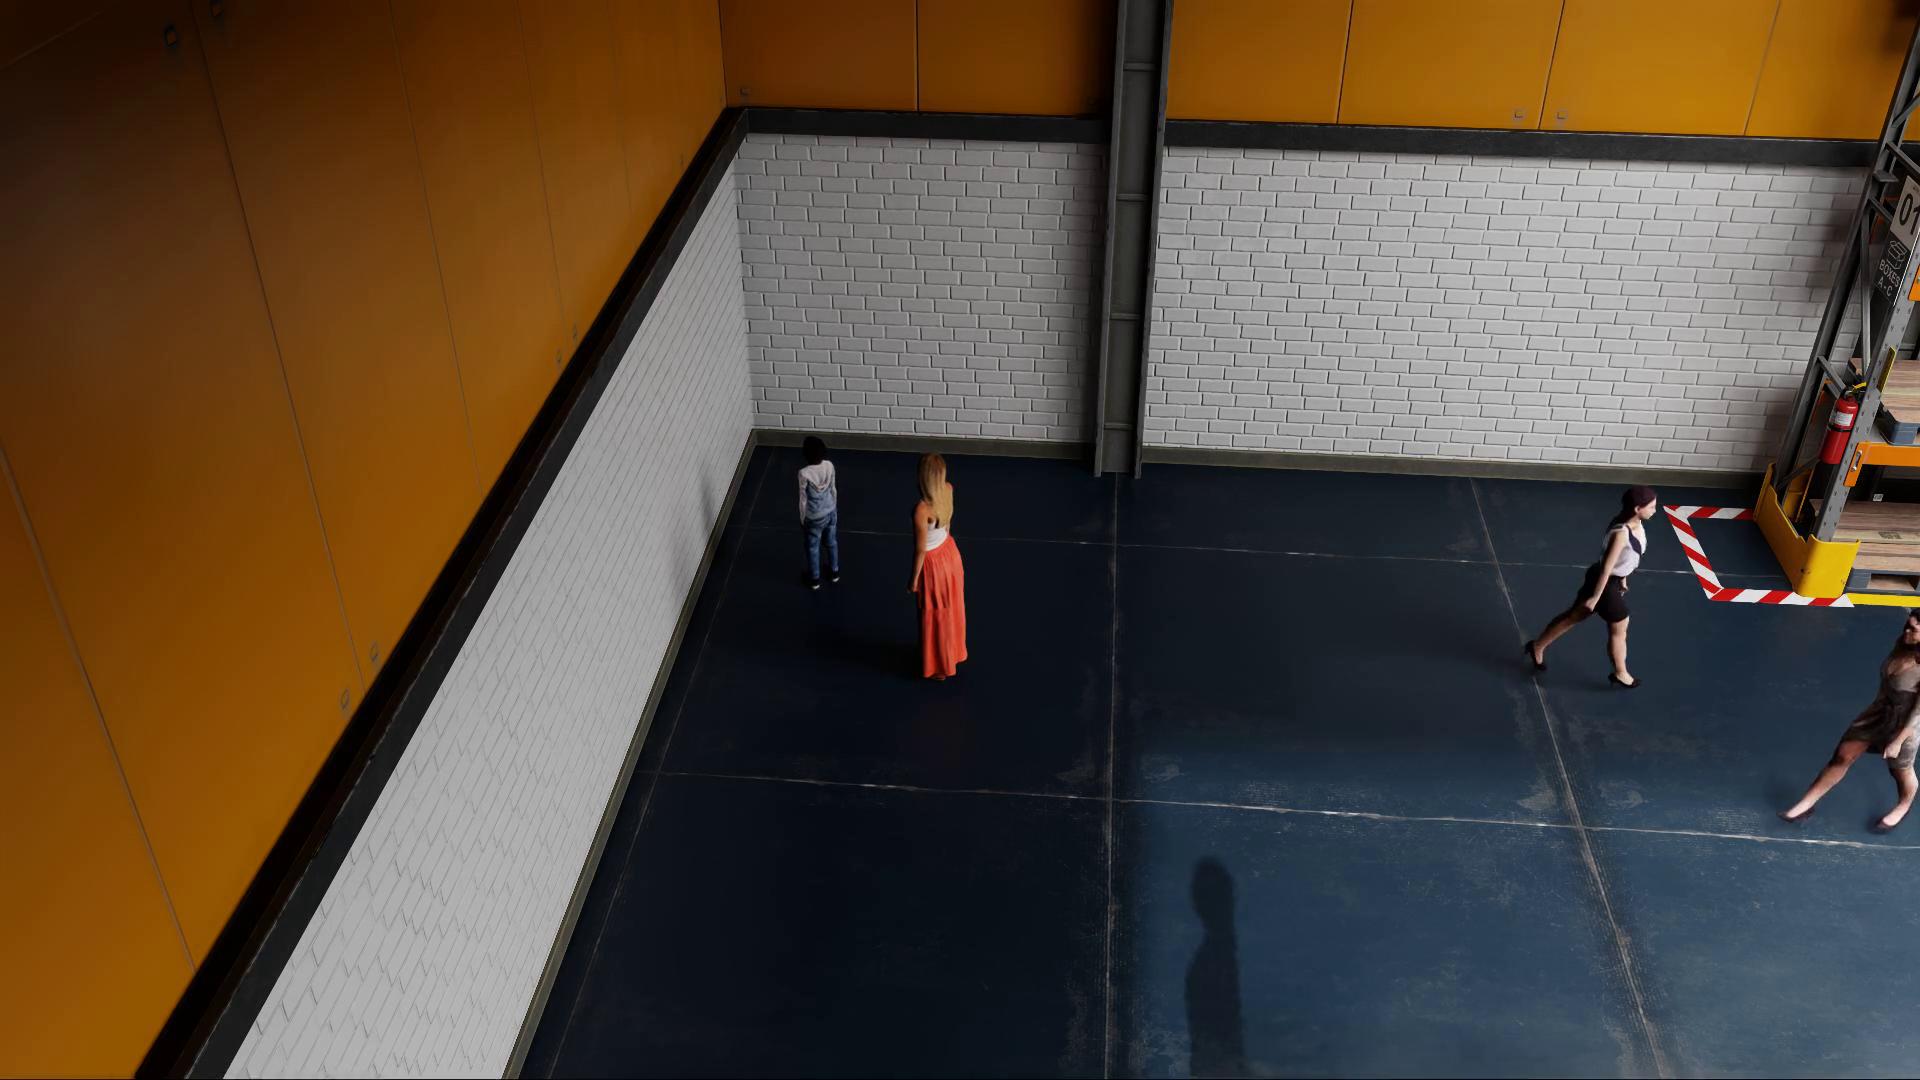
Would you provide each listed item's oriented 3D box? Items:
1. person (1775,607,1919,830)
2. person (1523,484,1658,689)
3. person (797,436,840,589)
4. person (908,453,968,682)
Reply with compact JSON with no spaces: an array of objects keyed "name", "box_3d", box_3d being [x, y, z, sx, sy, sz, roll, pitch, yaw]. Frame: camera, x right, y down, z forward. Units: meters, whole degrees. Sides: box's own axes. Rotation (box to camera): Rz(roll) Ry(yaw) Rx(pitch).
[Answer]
[{"name":"person","box_3d":[5.753,1.143,10.119,1.162,1.693,0.798,-5,34,-7]},{"name":"person","box_3d":[4.346,0.327,11.425,1.097,1.606,0.798,19,38,26]},{"name":"person","box_3d":[-1.072,-0.219,12.561,0.556,1.258,0.618,-23,40,-31]},{"name":"person","box_3d":[-0.164,0.186,11.461,0.736,1.802,0.725,19,38,26]}]
